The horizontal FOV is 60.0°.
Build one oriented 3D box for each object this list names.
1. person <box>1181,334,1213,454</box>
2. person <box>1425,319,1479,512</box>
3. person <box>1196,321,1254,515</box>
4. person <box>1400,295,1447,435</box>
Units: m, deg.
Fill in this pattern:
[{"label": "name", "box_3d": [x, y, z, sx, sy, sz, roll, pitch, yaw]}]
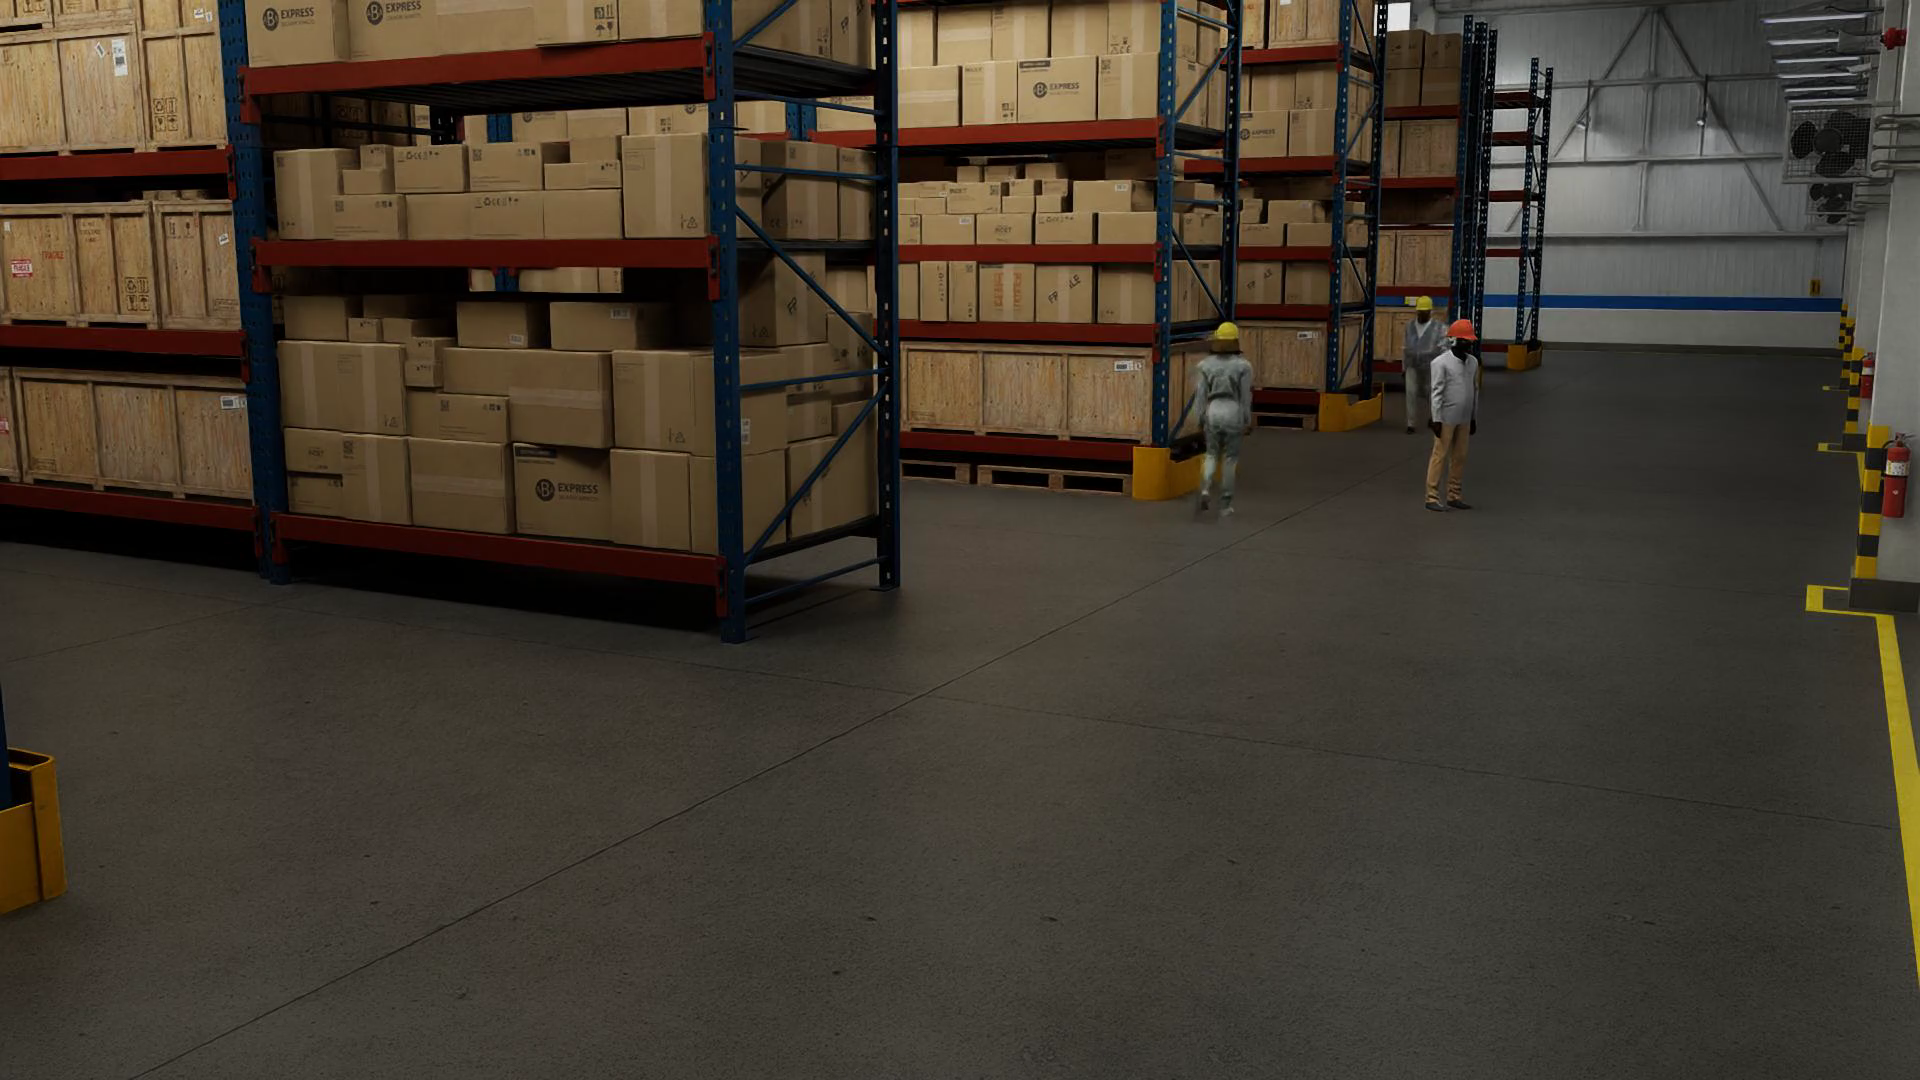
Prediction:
[{"label": "person", "box_3d": [2.757, -1.863, 18.818, 0.591, 1.914, 0.567, 8, 13, 38]}, {"label": "person", "box_3d": [4.481, -1.119, 15.021, 0.563, 1.742, 0.353, -6, 11, -31]}, {"label": "person", "box_3d": [2.359, -1.074, 14.788, 0.491, 1.729, 0.403, 5, 11, 27]}, {"label": "person", "box_3d": [6.021, -2.278, 21.572, 0.595, 1.802, 0.747, 6, 11, 29]}]
